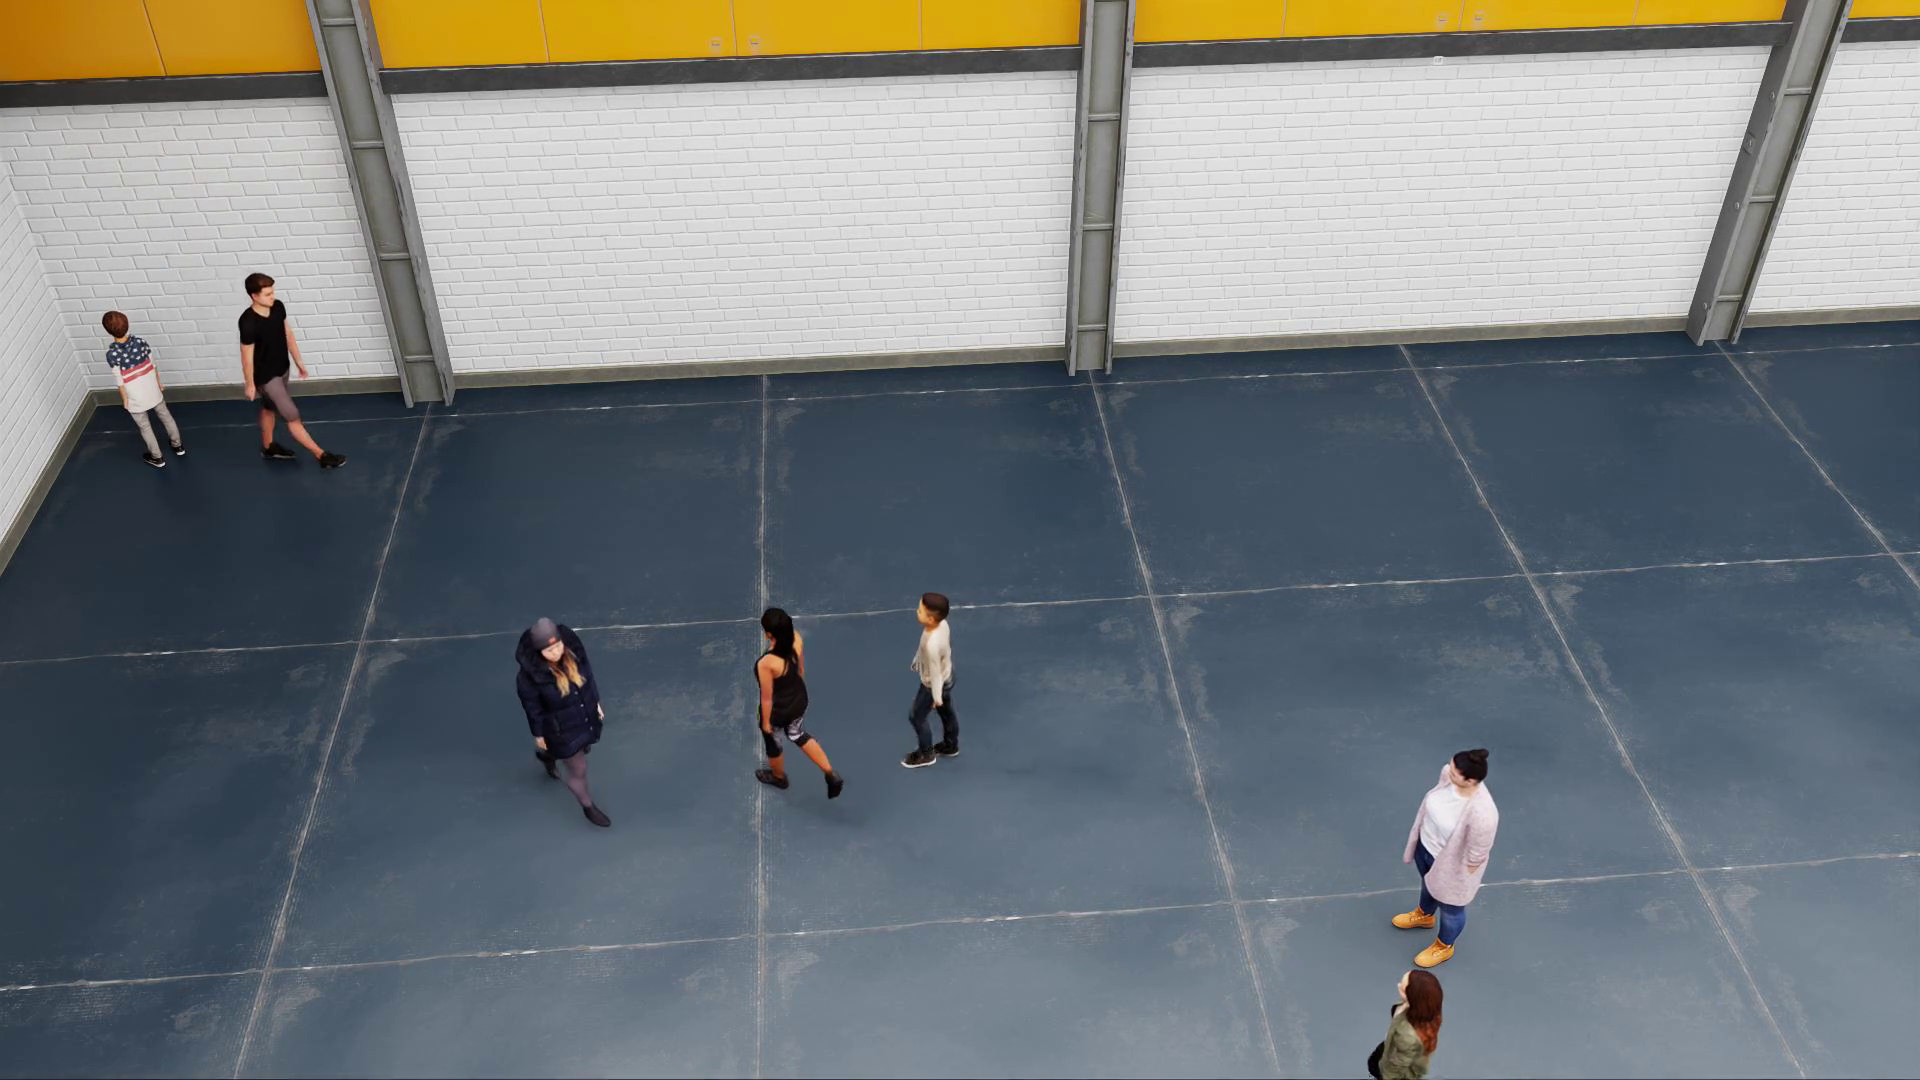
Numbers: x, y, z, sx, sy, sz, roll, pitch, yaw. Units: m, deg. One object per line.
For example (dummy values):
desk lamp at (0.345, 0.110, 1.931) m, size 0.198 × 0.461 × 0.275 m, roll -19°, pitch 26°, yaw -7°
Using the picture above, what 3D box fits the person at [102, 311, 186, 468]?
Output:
person at (-6.850, -1.279, 13.887) m, size 0.639 × 1.438 × 0.585 m, roll 26°, pitch 45°, yaw 28°

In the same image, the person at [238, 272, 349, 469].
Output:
person at (-5.764, -1.389, 13.724) m, size 1.178 × 1.814 × 0.869 m, roll 8°, pitch 39°, yaw 10°

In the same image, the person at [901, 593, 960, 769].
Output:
person at (-0.091, 0.934, 11.105) m, size 0.662 × 1.452 × 0.602 m, roll 5°, pitch 39°, yaw 6°

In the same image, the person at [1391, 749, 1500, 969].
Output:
person at (2.898, 1.820, 9.761) m, size 0.651 × 1.744 × 0.716 m, roll -8°, pitch 39°, yaw -10°

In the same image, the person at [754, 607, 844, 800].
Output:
person at (-1.081, 1.085, 10.760) m, size 1.029 × 1.646 × 0.914 m, roll 20°, pitch 43°, yaw 24°

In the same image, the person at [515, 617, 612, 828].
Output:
person at (-2.585, 1.111, 10.717) m, size 1.092 × 1.659 × 1.000 m, roll 24°, pitch 45°, yaw 27°

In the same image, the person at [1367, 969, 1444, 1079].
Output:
person at (2.407, 2.770, 8.792) m, size 0.740 × 1.469 × 0.707 m, roll 18°, pitch 42°, yaw 21°
